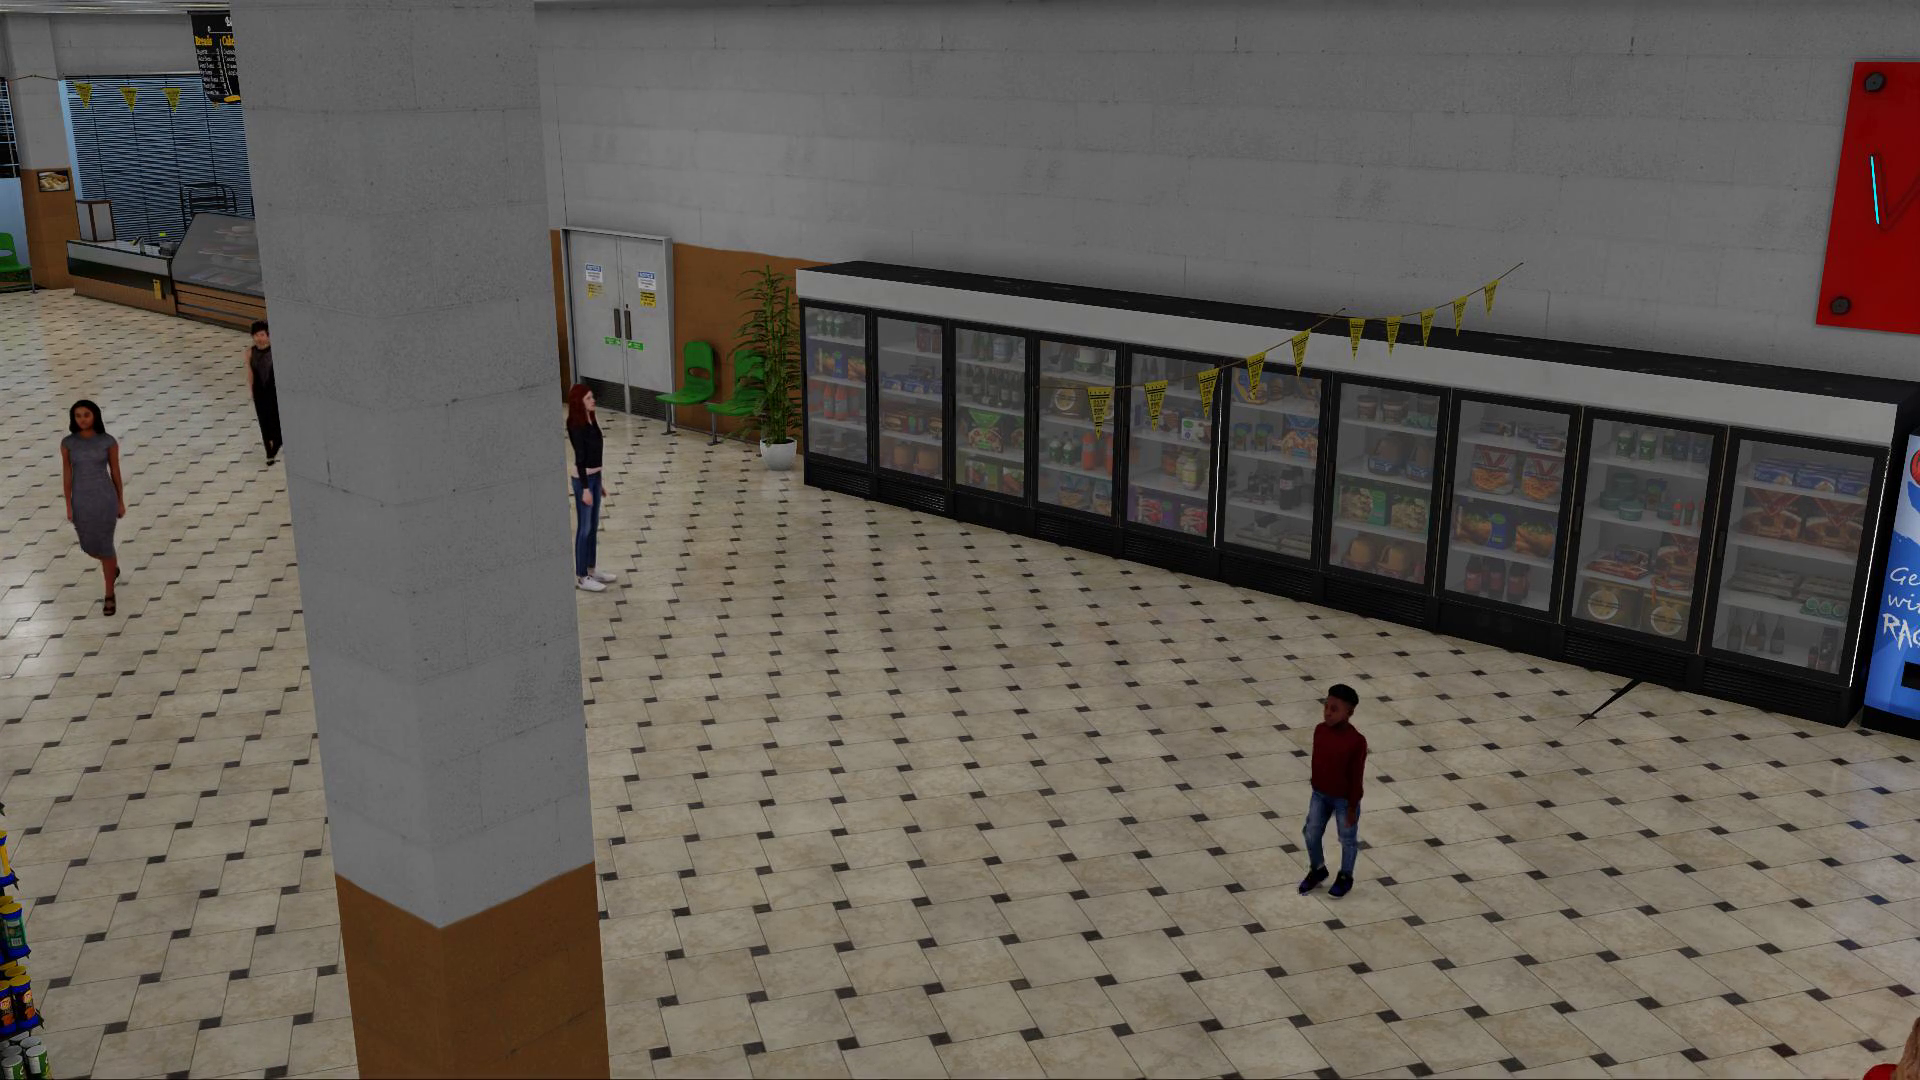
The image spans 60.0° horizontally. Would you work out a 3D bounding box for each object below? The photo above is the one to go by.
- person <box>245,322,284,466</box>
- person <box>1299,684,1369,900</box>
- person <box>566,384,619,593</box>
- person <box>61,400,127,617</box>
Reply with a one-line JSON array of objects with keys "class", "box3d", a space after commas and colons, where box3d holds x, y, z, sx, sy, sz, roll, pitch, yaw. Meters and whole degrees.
[{"class": "person", "box3d": [-7.703, -1.649, 18.582, 0.979, 1.575, 0.977, -4, 17, -12]}, {"class": "person", "box3d": [2.125, 1.371, 9.205, 0.517, 1.244, 0.498, 15, 22, 40]}, {"class": "person", "box3d": [-3.201, -0.462, 14.309, 0.725, 1.786, 0.627, 3, 17, 11]}, {"class": "person", "box3d": [-7.156, -0.289, 13.783, 1.024, 1.761, 0.998, -5, 18, -16]}]
